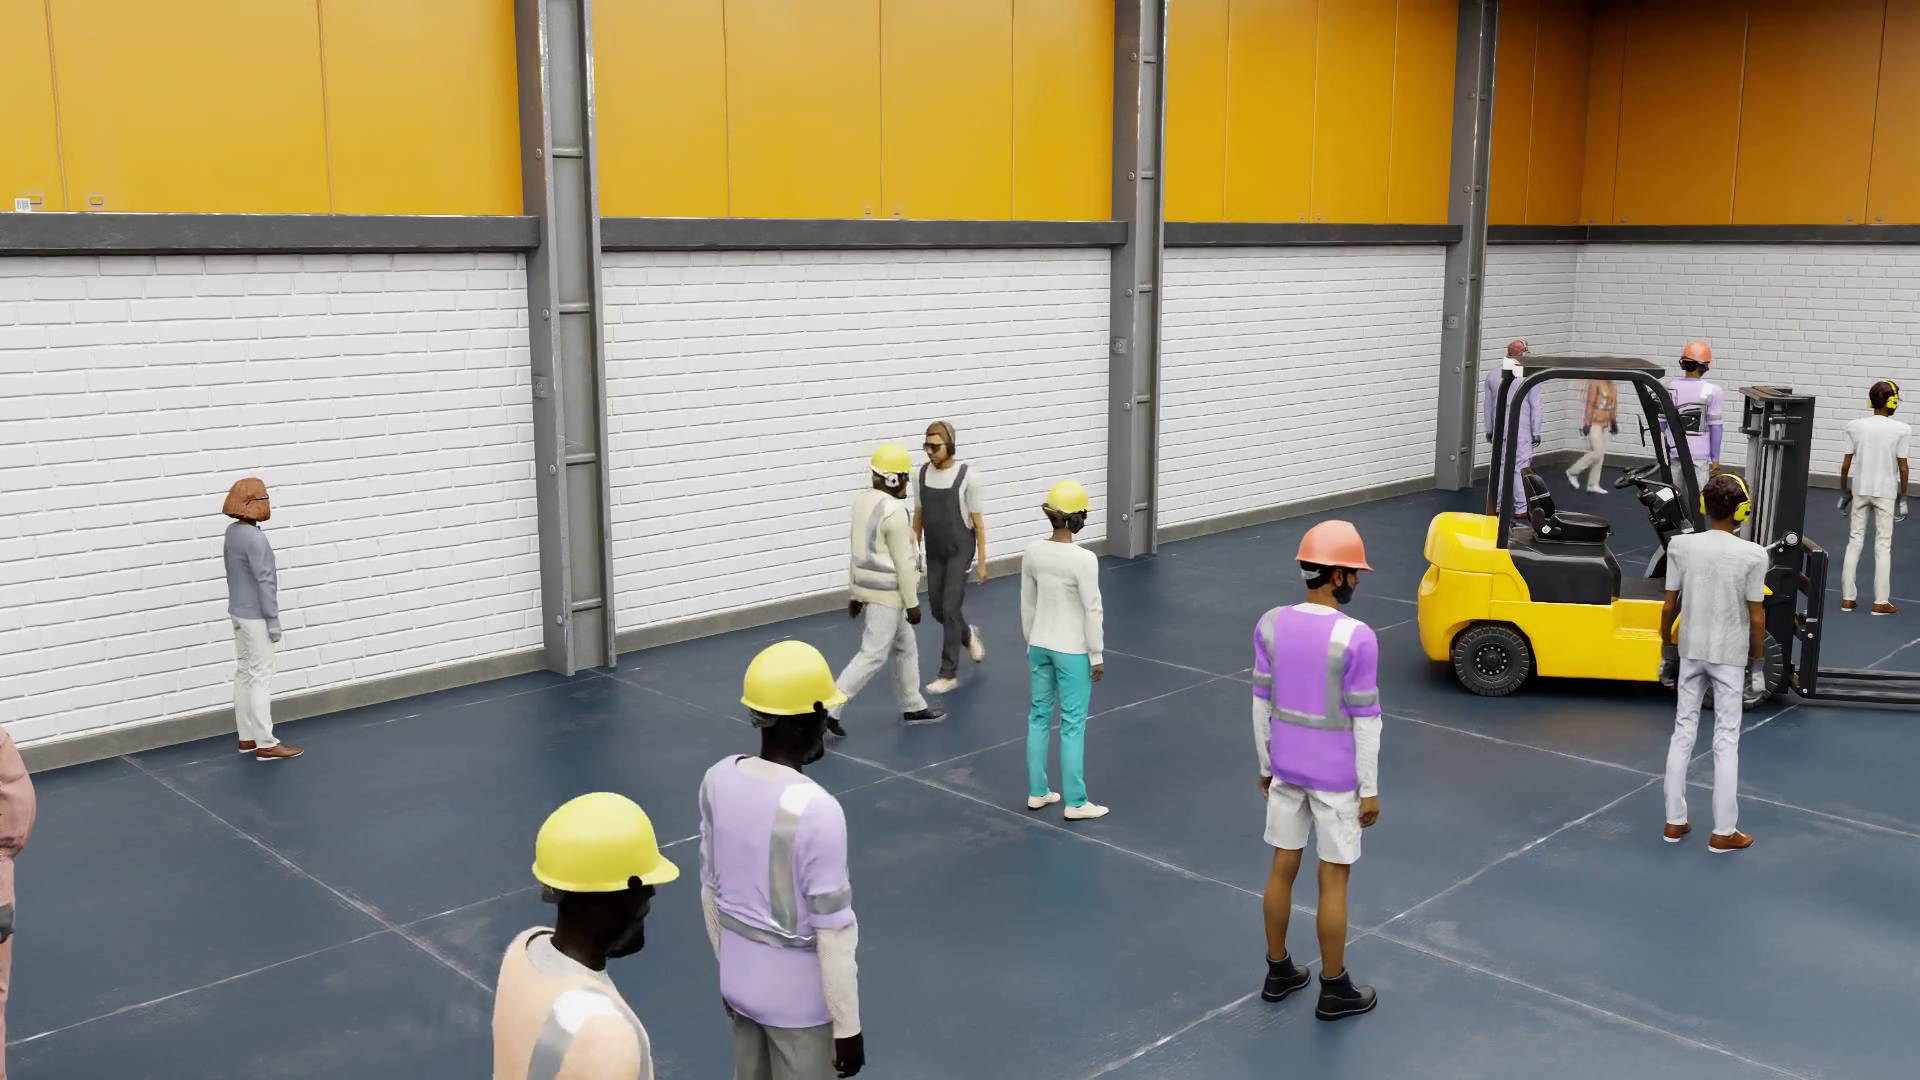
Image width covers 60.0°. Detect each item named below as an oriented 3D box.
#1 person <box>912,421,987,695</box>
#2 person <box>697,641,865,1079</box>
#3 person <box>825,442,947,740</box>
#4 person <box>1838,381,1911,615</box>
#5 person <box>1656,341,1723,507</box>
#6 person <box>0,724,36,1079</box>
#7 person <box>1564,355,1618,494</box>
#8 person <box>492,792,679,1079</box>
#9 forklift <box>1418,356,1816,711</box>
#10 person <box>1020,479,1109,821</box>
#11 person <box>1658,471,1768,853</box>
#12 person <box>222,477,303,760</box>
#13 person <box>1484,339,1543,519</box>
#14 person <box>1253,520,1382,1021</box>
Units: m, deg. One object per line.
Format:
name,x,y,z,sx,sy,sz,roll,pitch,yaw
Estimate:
person,-0.038,0.083,11.129,0.533,1.817,0.733,6,12,31
person,-0.473,1.222,4.585,0.378,1.928,0.585,-10,14,-42
person,-0.512,0.305,9.978,0.906,1.791,0.574,-4,11,-21
person,7.288,-0.336,13.262,0.331,1.865,0.519,-10,14,-42
person,6.713,-0.806,15.329,0.386,2.045,0.605,-10,14,-42
person,-3.212,1.082,5.406,0.403,1.911,0.637,-10,14,-42
person,7.423,-1.346,19.418,0.442,1.622,0.525,10,14,44
person,-0.840,1.449,3.483,0.964,1.888,0.601,-5,12,-27
forklift,4.276,-0.101,11.076,2.313,2.155,1.214,2,11,13
person,0.538,0.565,8.610,0.322,1.769,0.523,-10,14,-42
person,3.697,0.595,8.171,0.331,1.871,0.519,-10,14,-42
person,-4.061,0.450,9.600,0.282,1.634,0.498,-10,14,-42
person,5.914,-1.180,17.742,0.403,1.910,0.637,-10,14,-42
person,1.391,0.882,6.434,0.376,1.931,0.542,-10,14,-42
